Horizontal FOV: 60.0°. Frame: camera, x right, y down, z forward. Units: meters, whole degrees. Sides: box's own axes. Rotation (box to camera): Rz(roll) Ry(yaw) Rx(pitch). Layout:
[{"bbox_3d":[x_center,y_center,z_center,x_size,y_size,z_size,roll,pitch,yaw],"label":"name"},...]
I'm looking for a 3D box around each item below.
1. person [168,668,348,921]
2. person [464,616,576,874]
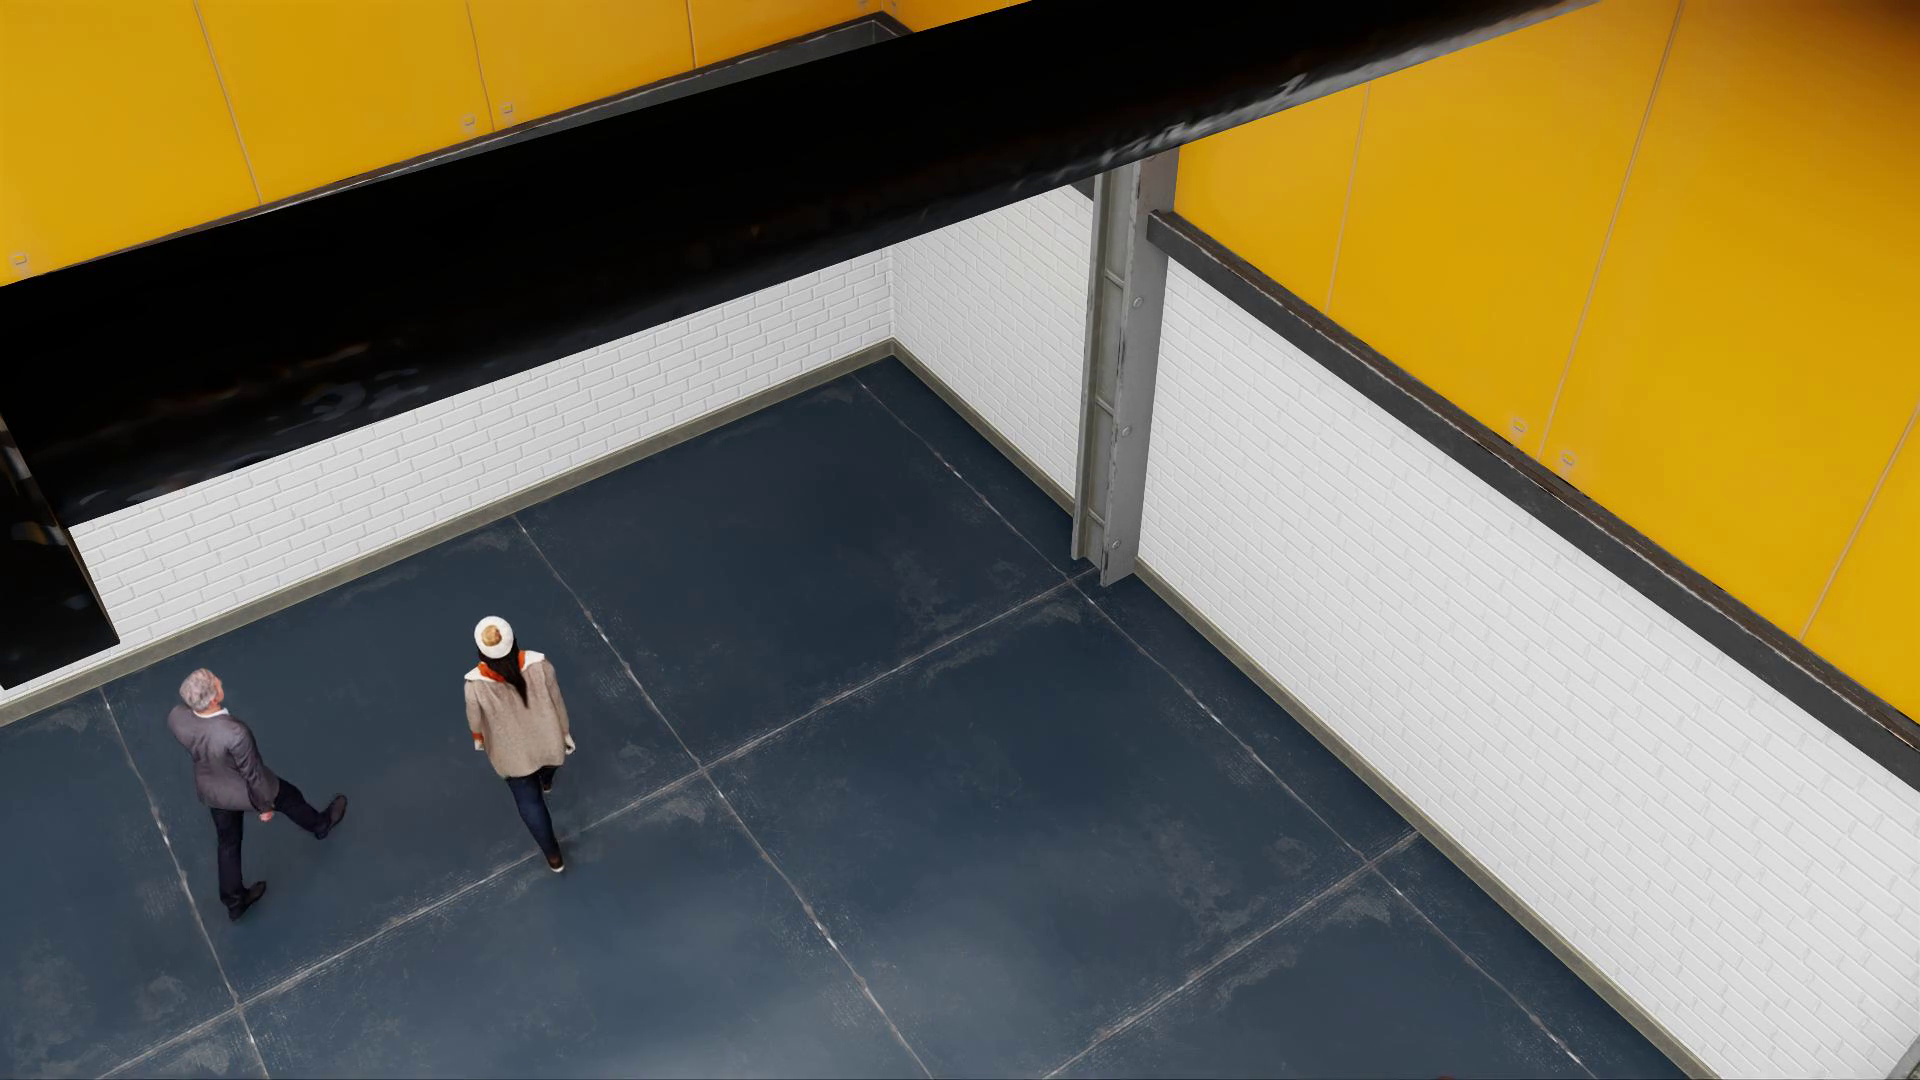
[{"bbox_3d":[-4.159,1.455,9.470,1.235,1.788,1.232,12,45,12],"label":"person"},{"bbox_3d":[-2.522,1.207,9.691,0.840,1.844,1.206,-18,46,-18],"label":"person"}]
